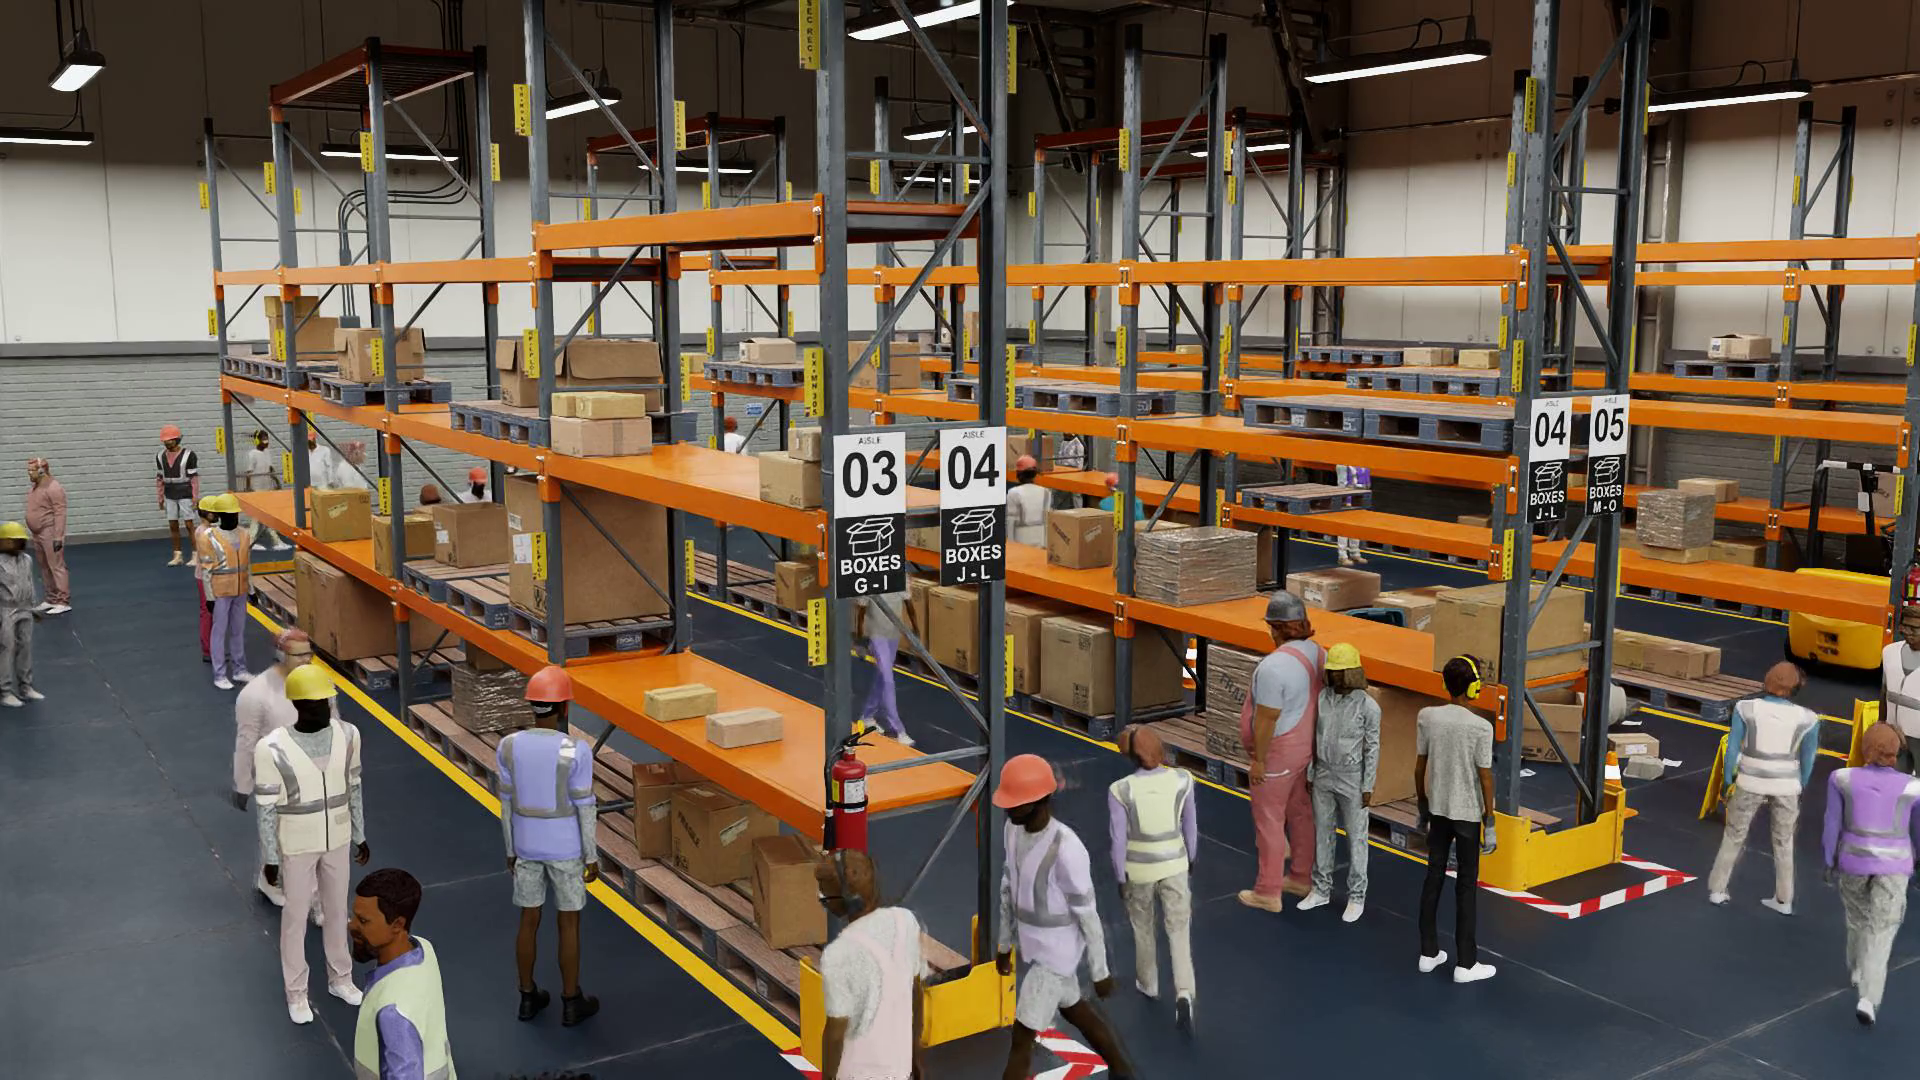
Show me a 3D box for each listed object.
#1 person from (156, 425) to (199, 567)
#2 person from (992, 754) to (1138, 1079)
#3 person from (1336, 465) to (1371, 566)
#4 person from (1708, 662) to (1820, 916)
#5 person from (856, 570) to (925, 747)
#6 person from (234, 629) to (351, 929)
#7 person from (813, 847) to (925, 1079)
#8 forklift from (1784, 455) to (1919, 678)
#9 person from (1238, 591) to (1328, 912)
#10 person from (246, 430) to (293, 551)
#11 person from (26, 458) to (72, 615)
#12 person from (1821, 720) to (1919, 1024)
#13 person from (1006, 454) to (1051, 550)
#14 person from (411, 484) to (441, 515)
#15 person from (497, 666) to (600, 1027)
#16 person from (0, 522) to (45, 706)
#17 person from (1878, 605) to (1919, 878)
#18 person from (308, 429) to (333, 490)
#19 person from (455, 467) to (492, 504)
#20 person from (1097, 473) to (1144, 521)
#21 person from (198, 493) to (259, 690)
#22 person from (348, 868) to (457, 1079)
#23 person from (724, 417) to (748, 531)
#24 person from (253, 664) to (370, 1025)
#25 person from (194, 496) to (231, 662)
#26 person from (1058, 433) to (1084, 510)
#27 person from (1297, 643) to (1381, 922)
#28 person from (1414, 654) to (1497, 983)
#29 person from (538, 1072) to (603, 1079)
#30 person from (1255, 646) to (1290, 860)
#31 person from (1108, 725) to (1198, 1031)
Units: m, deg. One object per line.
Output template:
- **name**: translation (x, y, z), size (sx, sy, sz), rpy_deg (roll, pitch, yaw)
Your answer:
- **person**: translation (-11.072, -0.615, 23.517), size (0.613, 2.029, 0.409), rpy_deg (1, 9, 8)
- **person**: translation (0.443, 1.855, 7.605), size (1.019, 1.872, 0.558), rpy_deg (-4, 9, -22)
- **person**: translation (5.638, -0.559, 23.744), size (0.621, 1.845, 0.430), rpy_deg (-6, 11, -37)
- **person**: translation (5.046, 1.556, 10.444), size (0.585, 1.608, 0.348), rpy_deg (3, 9, 22)
- **person**: translation (-0.625, 0.857, 14.428), size (0.523, 1.818, 0.980), rpy_deg (-6, 10, -35)
- **person**: translation (-4.145, 1.454, 10.344), size (1.028, 1.858, 0.658), rpy_deg (5, 10, 32)
- **person**: translation (-0.332, 2.056, 6.431), size (0.461, 1.813, 0.544), rpy_deg (7, 11, 41)
- **forklift**: translation (9.643, 0.253, 17.172), size (2.313, 2.155, 1.214), rpy_deg (-6, 10, -33)
- **person**: translation (2.057, 1.312, 10.624), size (0.685, 2.000, 0.536), rpy_deg (-8, 12, -44)
- **person**: translation (-10.378, -0.741, 24.972), size (0.877, 1.830, 0.536), rpy_deg (1, 9, 3)
- **person**: translation (-11.085, -0.052, 20.159), size (0.648, 1.904, 0.401), rpy_deg (7, 11, 38)
- **person**: translation (4.965, 1.773, 9.034), size (0.515, 1.599, 0.863), rpy_deg (7, 11, 40)
- **person**: translation (0.757, 0.037, 19.132), size (0.664, 2.033, 0.473), rpy_deg (-6, 10, -34)
- **person**: translation (-6.321, 0.126, 20.042), size (0.529, 1.586, 0.859), rpy_deg (-3, 9, -19)
- **person**: translation (-2.178, 1.628, 8.902), size (0.546, 1.928, 0.384), rpy_deg (2, 9, 13)
- **person**: translation (-8.944, 0.690, 15.755), size (0.314, 1.742, 0.492), rpy_deg (2, 9, 15)
- **person**: translation (6.438, 1.332, 11.190), size (0.392, 1.836, 0.561), rpy_deg (-3, 9, -21)
- **person**: translation (-10.333, -0.936, 26.600), size (0.574, 1.737, 0.354), rpy_deg (-3, 9, -19)
- **person**: translation (-6.035, -0.062, 20.787), size (0.580, 1.734, 0.480), rpy_deg (-7, 11, -40)
- **person**: translation (2.005, 0.040, 20.205), size (0.697, 1.704, 0.422), rpy_deg (3, 9, 17)
- **person**: translation (-7.202, 0.497, 16.423), size (0.371, 1.929, 0.585), rpy_deg (4, 9, 25)
- **person**: translation (-1.962, 2.083, 5.889), size (0.392, 1.922, 0.591), rpy_deg (-2, 9, -16)
- **person**: translation (-3.746, -1.101, 27.354), size (0.610, 1.836, 0.955), rpy_deg (0, 9, 3)
- **person**: translation (-3.477, 1.615, 8.975), size (0.355, 1.929, 0.593), rpy_deg (8, 11, 41)
- **person**: translation (-7.913, 0.408, 17.587), size (0.326, 1.760, 0.524), rpy_deg (-3, 9, -19)
- **person**: translation (1.802, -1.045, 27.060), size (0.405, 1.824, 0.586), rpy_deg (-5, 10, -30)
- **person**: translation (2.368, 1.497, 10.381), size (0.487, 1.744, 0.294), rpy_deg (8, 11, 41)
- **person**: translation (2.825, 1.570, 9.469), size (0.327, 1.874, 0.521), rpy_deg (-8, 11, -41)
- **person**: translation (-1.074, 2.306, 4.406), size (0.982, 1.926, 0.615), rpy_deg (1, 9, 9)
- **person**: translation (2.218, 1.365, 11.451), size (0.322, 1.685, 0.542), rpy_deg (-3, 9, -21)
- **person**: translation (1.053, 1.787, 8.914), size (0.528, 1.598, 0.736), rpy_deg (-1, 9, -6)
